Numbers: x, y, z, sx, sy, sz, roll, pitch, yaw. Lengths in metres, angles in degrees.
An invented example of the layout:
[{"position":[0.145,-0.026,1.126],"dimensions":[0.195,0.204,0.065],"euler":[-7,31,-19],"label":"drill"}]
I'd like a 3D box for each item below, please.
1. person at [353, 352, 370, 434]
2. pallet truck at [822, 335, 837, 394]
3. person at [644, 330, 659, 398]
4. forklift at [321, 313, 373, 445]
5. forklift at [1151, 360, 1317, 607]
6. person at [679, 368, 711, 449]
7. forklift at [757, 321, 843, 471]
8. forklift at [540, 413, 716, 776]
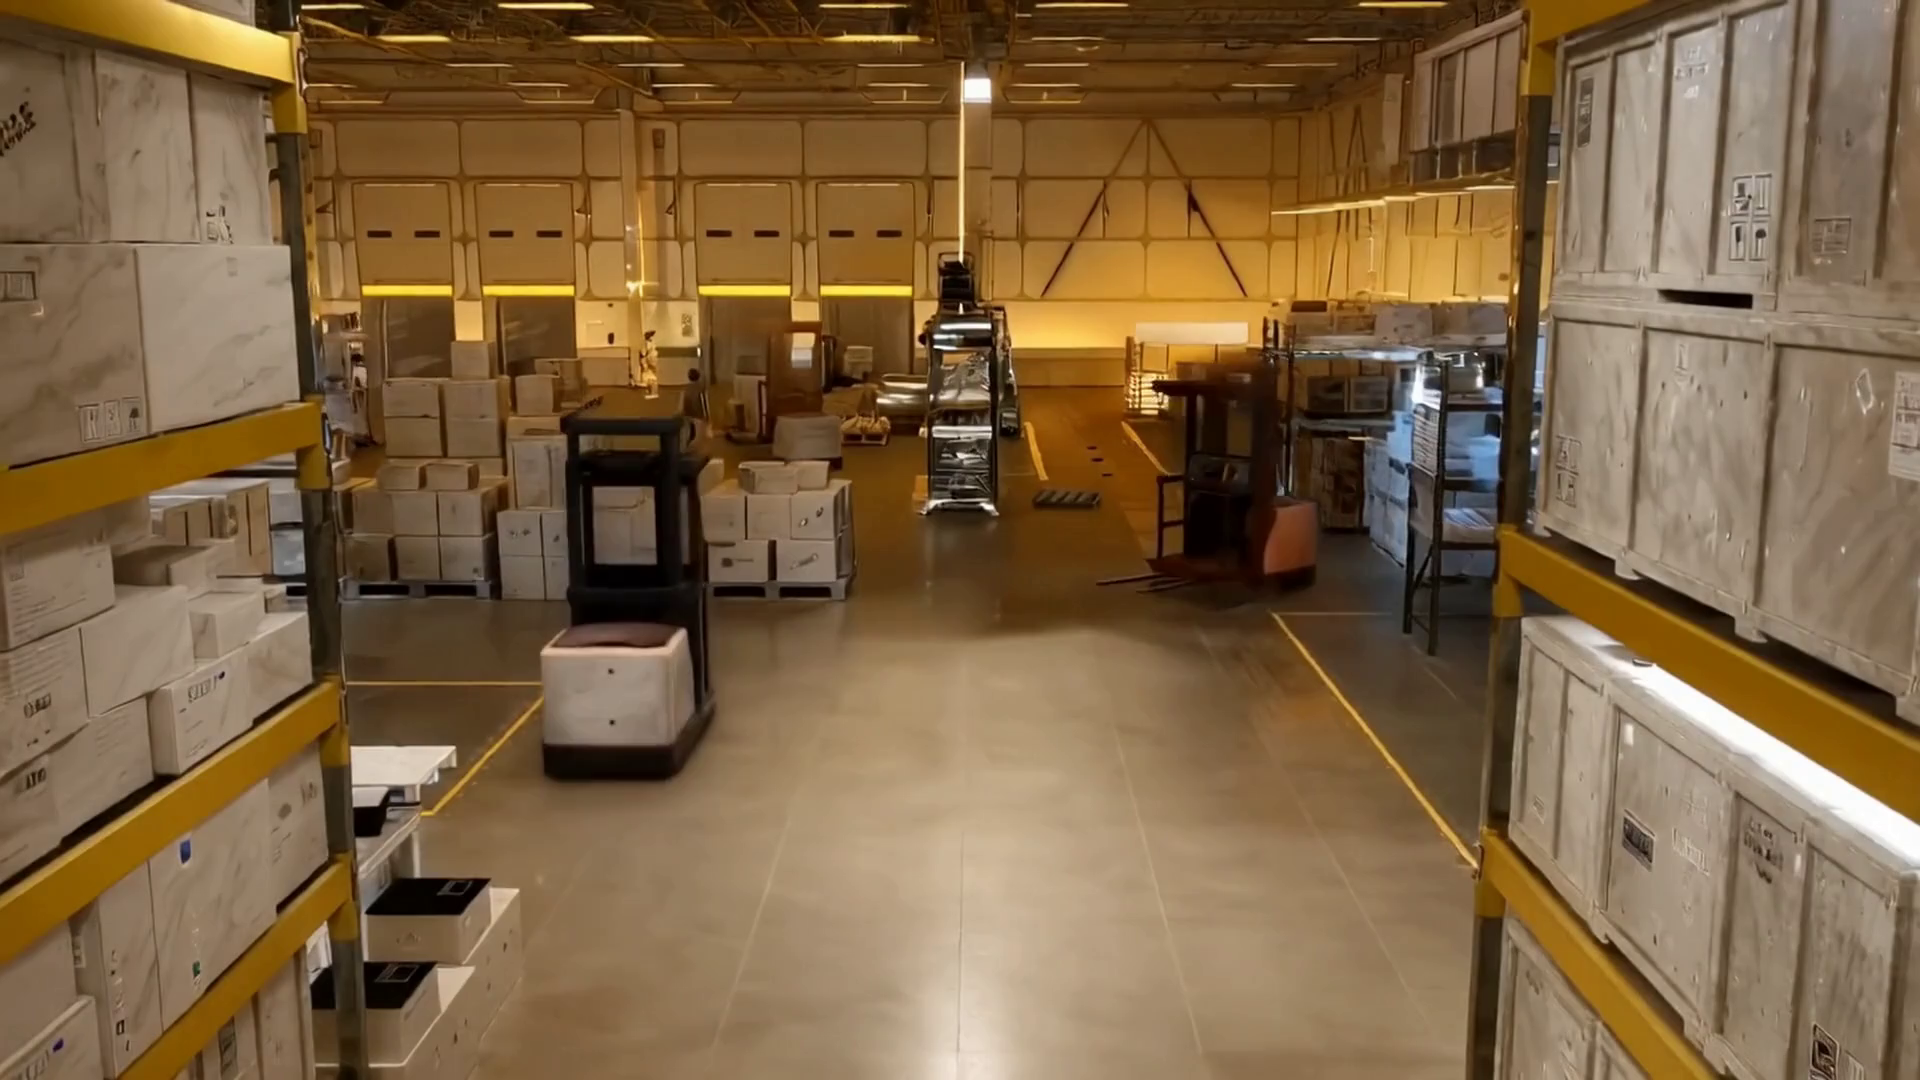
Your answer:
[{"position":[-13.515,-3.251,37.252],"dimensions":[0.791,1.904,0.562],"euler":[5,11,28],"label":"person"},{"position":[-3.021,-4.312,43.126],"dimensions":[1.885,1.965,0.823],"euler":[3,10,17],"label":"pallet truck"},{"position":[-8.776,-4.986,47.214],"dimensions":[0.389,1.930,0.544],"euler":[-8,12,-37],"label":"person"},{"position":[-13.638,-3.434,35.516],"dimensions":[1.873,2.768,1.129],"euler":[8,13,39],"label":"forklift"},{"position":[3.375,-0.756,20.061],"dimensions":[1.873,2.768,1.129],"euler":[-8,13,-40],"label":"forklift"},{"position":[-5.053,-2.316,31.805],"dimensions":[0.628,1.931,0.358],"euler":[2,10,14],"label":"person"},{"position":[-3.030,-2.731,31.456],"dimensions":[1.129,2.768,1.873],"euler":[-5,11,-25],"label":"forklift"},{"position":[-2.736,0.356,13.650],"dimensions":[1.129,2.768,1.873],"euler":[0,10,1],"label":"forklift"}]
